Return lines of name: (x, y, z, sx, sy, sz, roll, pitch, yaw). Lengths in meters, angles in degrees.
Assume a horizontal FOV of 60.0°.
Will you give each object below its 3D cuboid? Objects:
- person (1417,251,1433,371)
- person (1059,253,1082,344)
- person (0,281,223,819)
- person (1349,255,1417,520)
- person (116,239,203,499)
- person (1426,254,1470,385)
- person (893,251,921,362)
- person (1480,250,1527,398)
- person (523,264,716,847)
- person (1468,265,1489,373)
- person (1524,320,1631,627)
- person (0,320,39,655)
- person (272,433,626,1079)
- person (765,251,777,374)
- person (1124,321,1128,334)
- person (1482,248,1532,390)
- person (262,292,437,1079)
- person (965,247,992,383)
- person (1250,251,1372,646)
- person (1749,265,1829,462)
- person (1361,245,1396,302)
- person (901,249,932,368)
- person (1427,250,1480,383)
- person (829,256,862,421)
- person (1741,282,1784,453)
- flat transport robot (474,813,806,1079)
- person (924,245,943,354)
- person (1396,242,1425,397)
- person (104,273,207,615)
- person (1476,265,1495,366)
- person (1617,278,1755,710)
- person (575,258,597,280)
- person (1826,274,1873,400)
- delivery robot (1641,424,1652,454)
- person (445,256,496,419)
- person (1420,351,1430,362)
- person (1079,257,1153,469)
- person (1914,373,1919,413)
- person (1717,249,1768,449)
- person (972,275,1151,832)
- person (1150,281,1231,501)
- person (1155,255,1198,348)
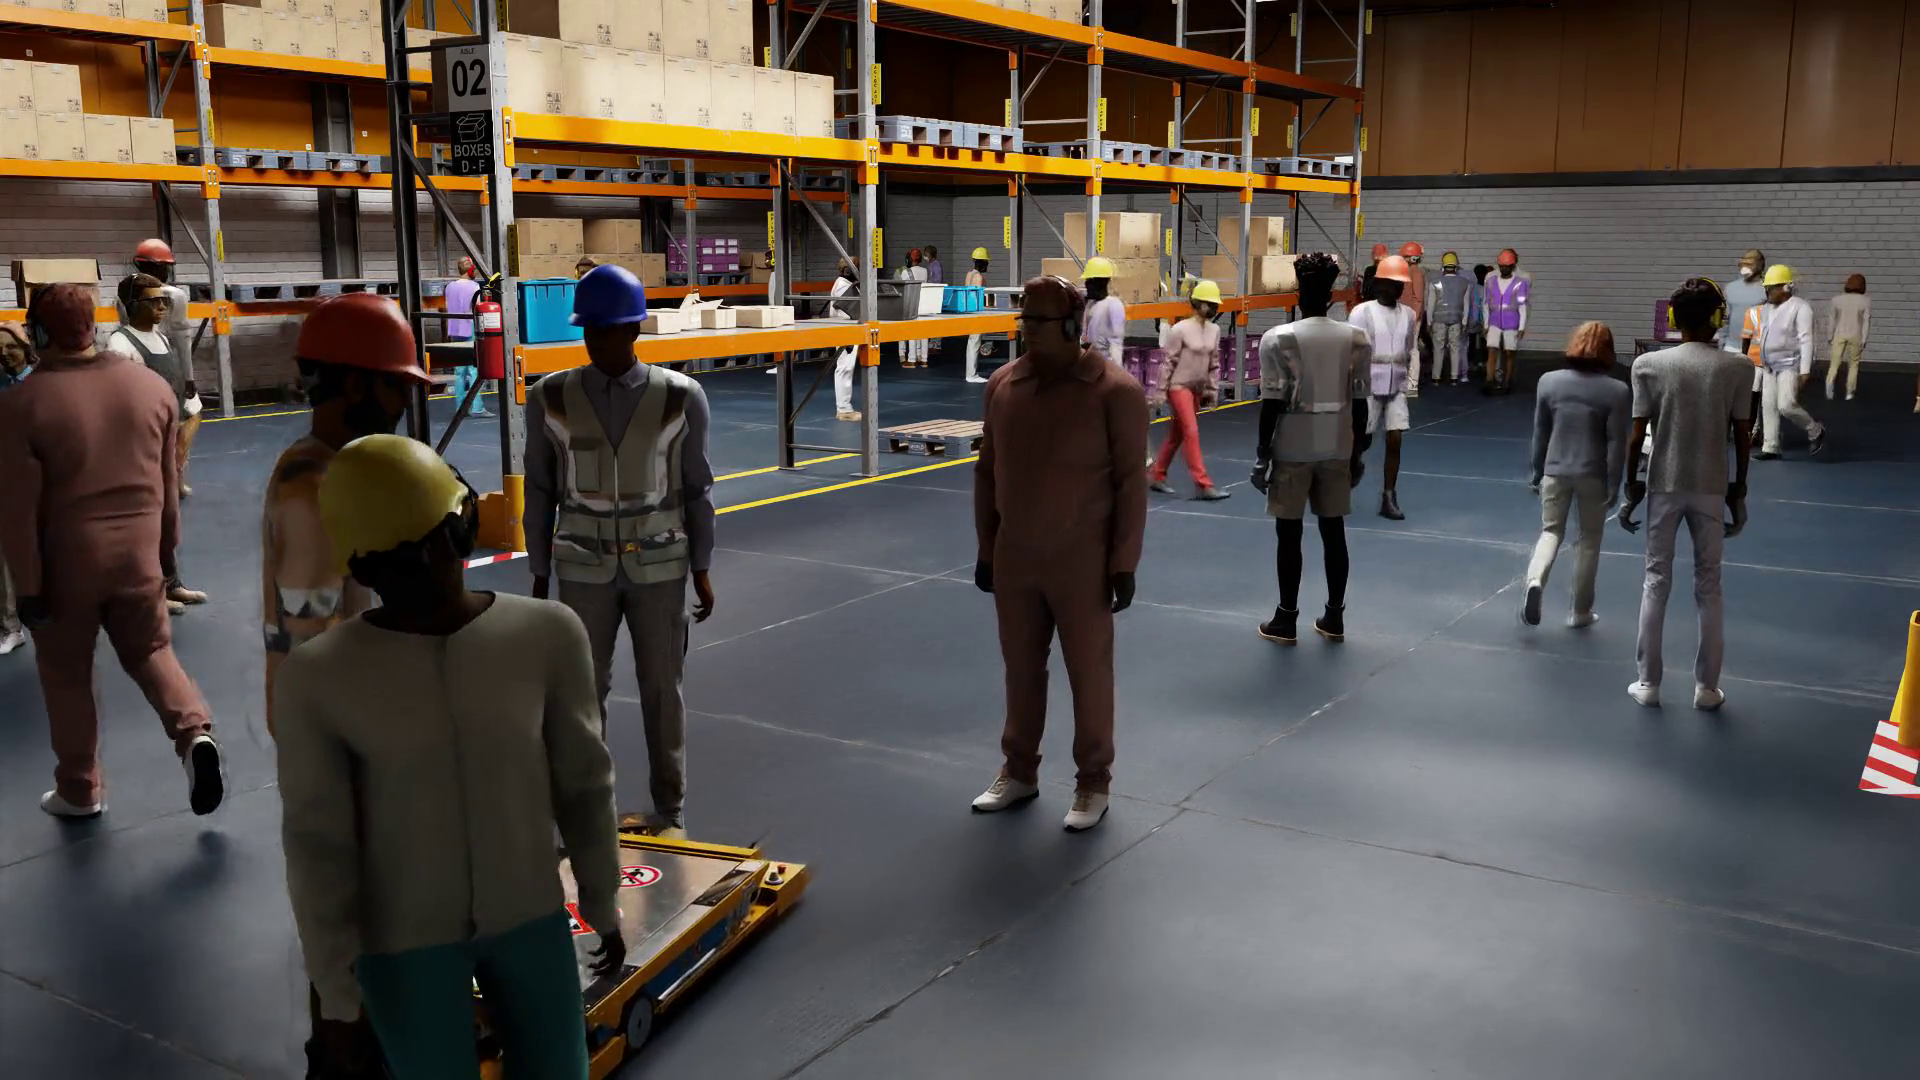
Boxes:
person: (7.075, -3.576, 25.771, 0.642, 1.924, 1.053, -10, 14, -43)
person: (1.641, -3.525, 25.765, 1.002, 1.828, 0.604, -4, 11, -21)
person: (-2.928, 0.066, 5.681, 0.753, 1.885, 0.651, 7, 12, 34)
person: (3.064, -1.131, 12.246, 0.546, 1.921, 0.745, -2, 11, -13)
person: (-6.156, -1.299, 12.858, 0.642, 2.027, 0.428, 2, 10, 12)
person: (6.789, -3.066, 23.197, 0.600, 1.831, 0.404, 0, 10, -2)
person: (-0.803, -3.882, 27.695, 0.627, 1.844, 0.429, -3, 11, -19)
person: (7.004, -2.775, 21.436, 0.571, 1.878, 1.003, 6, 12, 31)
person: (-1.102, 0.087, 5.413, 0.615, 1.943, 0.399, -1, 10, -7)
person: (7.906, -3.352, 25.304, 0.544, 1.646, 0.725, 3, 11, 14)
person: (3.157, -0.321, 8.571, 0.513, 1.616, 0.585, 9, 13, 40)
person: (-4.574, -0.256, 8.160, 0.515, 1.640, 0.315, -3, 11, -14)
person: (-0.834, 0.672, 2.803, 0.548, 1.722, 0.355, -7, 12, -34)
person: (-2.806, -3.455, 25.305, 0.328, 1.858, 0.501, -1, 10, -7)
person: (2.215, -3.340, 24.429, 0.544, 1.937, 0.358, 1, 10, 4)
person: (7.374, -2.969, 22.473, 0.621, 1.905, 0.730, 4, 11, 20)
person: (-1.338, 0.406, 3.764, 0.477, 1.907, 0.538, -4, 11, -22)
person: (0.258, -3.195, 23.692, 0.395, 1.919, 0.582, -2, 10, -10)
person: (1.749, -0.450, 8.328, 0.616, 1.964, 0.361, -3, 11, -15)
person: (7.533, -1.595, 15.120, 0.612, 1.808, 0.602, -2, 10, -10)
person: (6.669, -3.700, 26.457, 0.844, 1.937, 0.692, -7, 12, -34)
person: (-0.703, -3.671, 26.408, 0.584, 1.882, 0.348, -8, 13, -39)
person: (6.975, -3.141, 23.496, 0.757, 1.882, 0.654, 4, 11, 20)
person: (-1.257, -2.271, 18.766, 0.430, 1.844, 0.624, -1, 10, -7)
person: (7.735, -1.681, 15.895, 0.538, 1.695, 0.320, 7, 12, 33)
flat transport robot: (-1.001, 1.084, 4.529, 0.652, 0.197, 1.431, 3, 11, 18)
person: (-0.486, -4.268, 29.570, 0.372, 1.937, 0.627, -3, 11, -14)
person: (5.798, -2.840, 21.489, 0.375, 1.997, 0.609, 0, 10, 0)
person: (-4.388, -0.518, 9.045, 0.345, 1.846, 0.508, 0, 10, -1)
person: (8.498, -3.614, 26.849, 0.506, 1.629, 0.437, 0, 10, 1)
person: (3.133, -0.192, 7.197, 0.520, 1.861, 0.332, 4, 11, 21)
person: (-3.719, -1.904, 16.733, 0.556, 1.838, 0.783, -1, 10, -7)
person: (11.174, -2.547, 20.948, 0.502, 1.605, 0.700, 8, 13, 37)
delivery robot: (6.104, -0.861, 14.260, 0.477, 0.478, 0.707, 0, 10, -1)
person: (-5.598, -2.293, 18.887, 0.572, 1.840, 0.373, 6, 12, 30)
person: (7.562, -3.917, 27.781, 1.013, 1.886, 0.566, 9, 13, 40)
person: (1.243, -1.449, 14.108, 0.952, 1.888, 0.596, -5, 11, -25)
person: (11.458, -2.473, 19.341, 0.391, 2.043, 0.612, -3, 11, -14)
person: (7.675, -1.861, 16.228, 0.356, 1.938, 0.635, -7, 12, -34)
person: (0.315, 0.048, 5.741, 0.651, 1.904, 0.401, 7, 12, 32)
person: (1.806, -1.174, 13.058, 0.542, 1.699, 0.863, -9, 14, -41)
person: (2.986, -3.026, 22.979, 0.625, 1.836, 0.429, 0, 10, -1)
